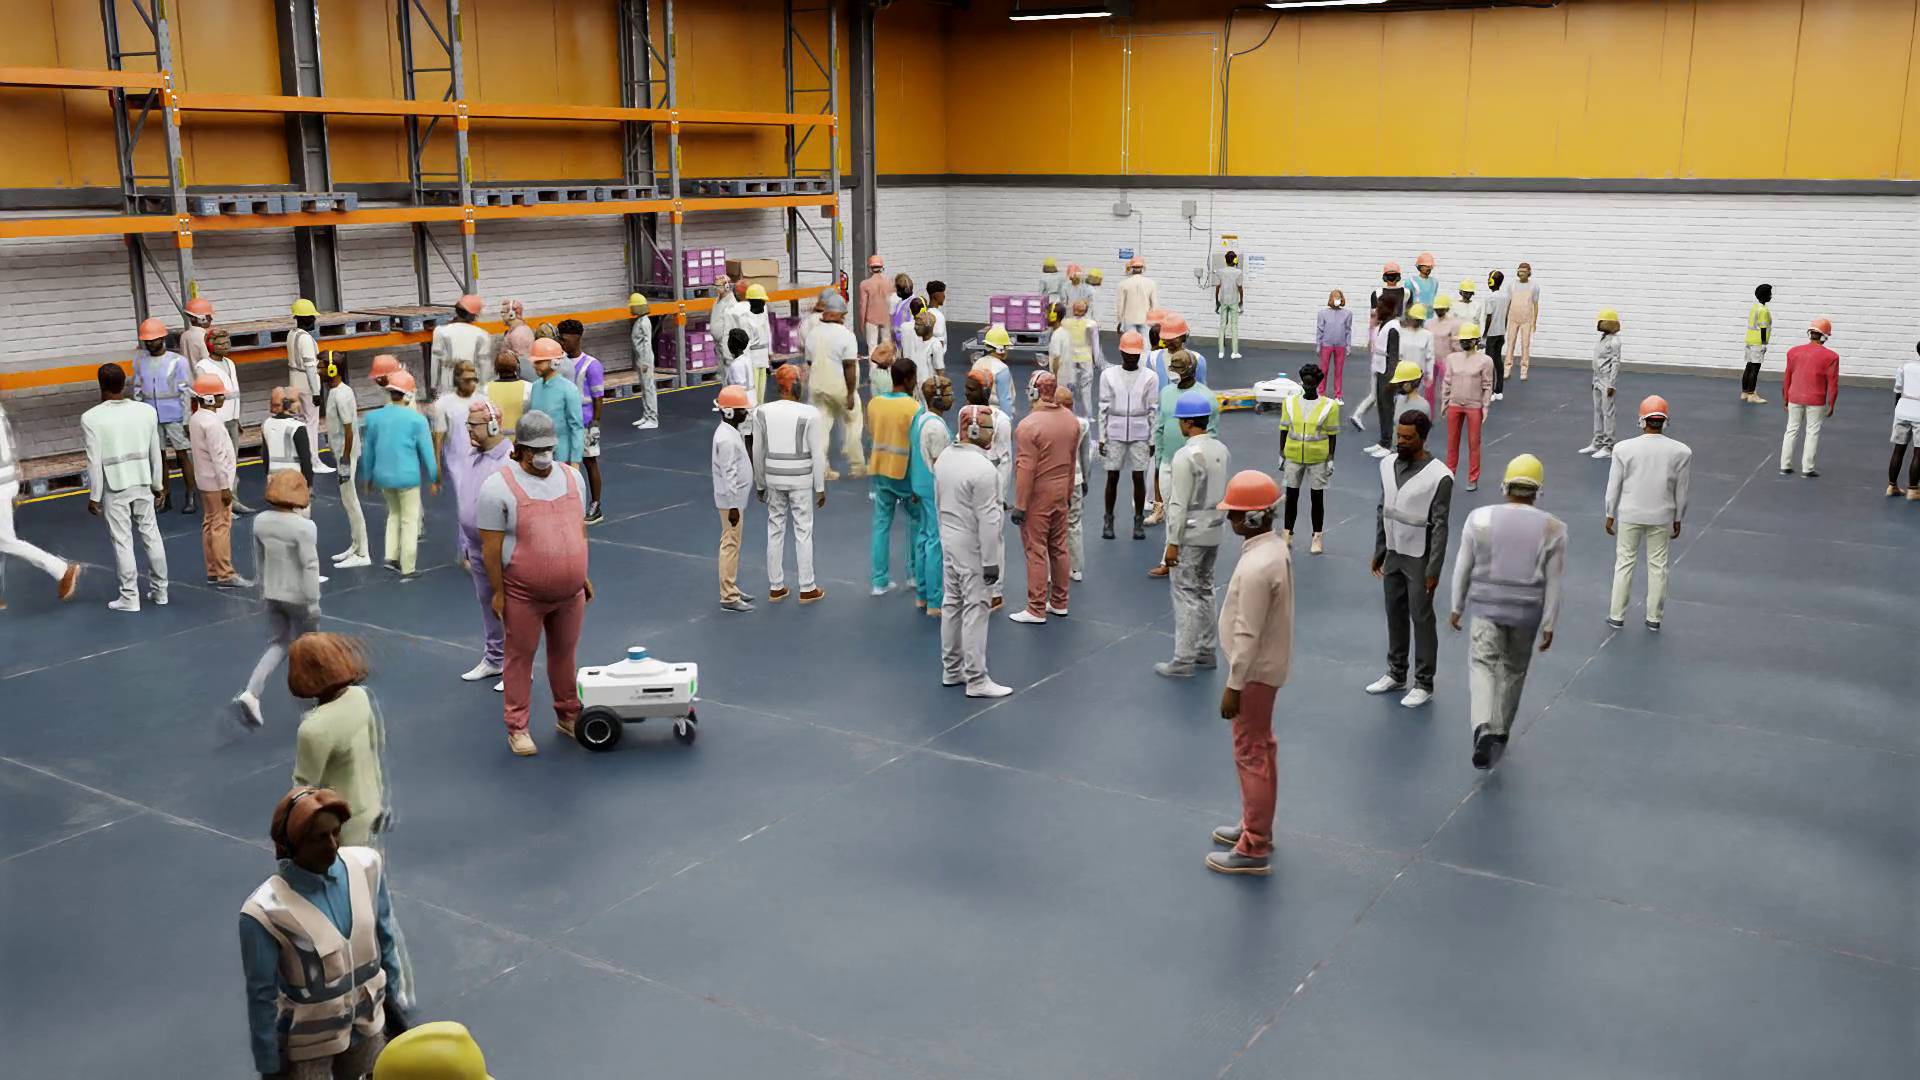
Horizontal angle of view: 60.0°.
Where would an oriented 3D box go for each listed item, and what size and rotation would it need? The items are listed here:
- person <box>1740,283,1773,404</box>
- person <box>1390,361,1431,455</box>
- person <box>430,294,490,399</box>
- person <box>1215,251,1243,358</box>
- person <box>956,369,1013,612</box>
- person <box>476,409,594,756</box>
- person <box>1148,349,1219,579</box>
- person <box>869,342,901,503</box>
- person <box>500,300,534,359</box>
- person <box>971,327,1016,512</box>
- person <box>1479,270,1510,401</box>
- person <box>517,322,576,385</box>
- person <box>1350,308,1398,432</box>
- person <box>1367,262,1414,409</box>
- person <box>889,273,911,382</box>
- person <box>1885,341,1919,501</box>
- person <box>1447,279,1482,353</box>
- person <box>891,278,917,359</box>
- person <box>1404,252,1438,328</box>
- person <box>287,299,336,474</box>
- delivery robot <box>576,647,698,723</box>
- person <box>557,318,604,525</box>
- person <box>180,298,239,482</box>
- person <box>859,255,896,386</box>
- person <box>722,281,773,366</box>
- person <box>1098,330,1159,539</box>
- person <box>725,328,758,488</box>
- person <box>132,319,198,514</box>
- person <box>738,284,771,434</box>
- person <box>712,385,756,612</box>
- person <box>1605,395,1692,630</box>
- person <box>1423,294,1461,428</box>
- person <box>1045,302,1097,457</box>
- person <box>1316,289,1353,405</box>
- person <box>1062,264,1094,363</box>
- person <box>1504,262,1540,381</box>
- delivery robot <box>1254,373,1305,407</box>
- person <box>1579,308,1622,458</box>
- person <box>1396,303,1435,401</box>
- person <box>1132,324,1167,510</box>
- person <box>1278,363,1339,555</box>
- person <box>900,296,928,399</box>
[{"bbox_3d":[11.375,-2.800,23.707,0.318,1.697,0.535,2,13,7],"label":"person"},{"bbox_3d":[3.846,-0.665,14.324,0.342,1.755,0.534,-3,13,-13],"label":"person"},{"bbox_3d":[-5.524,-1.725,18.411,0.651,1.986,0.753,-8,15,-30],"label":"person"},{"bbox_3d":[4.689,-4.090,28.947,0.515,1.861,0.329,6,14,23],"label":"person"},{"bbox_3d":[0.156,-0.381,12.807,0.356,1.883,0.573,-11,17,-39],"label":"person"},{"bbox_3d":[-2.432,0.237,9.778,0.685,2.000,0.535,-12,17,-41],"label":"person"},{"bbox_3d":[1.825,-0.597,13.619,0.357,1.938,0.637,-10,16,-36],"label":"person"},{"bbox_3d":[-0.772,-1.190,16.861,0.282,1.631,0.503,-4,13,-15],"label":"person"},{"bbox_3d":[-4.957,-1.731,18.609,0.403,1.906,0.651,-2,13,-10],"label":"person"},{"bbox_3d":[0.343,-1.183,16.416,0.403,1.826,0.602,-7,15,-28],"label":"person"},{"bbox_3d":[7.655,-2.931,23.893,0.513,1.871,0.329,-10,16,-36],"label":"person"},{"bbox_3d":[-3.881,-1.085,15.735,0.635,1.937,0.354,4,13,15],"label":"person"},{"bbox_3d":[5.332,-2.151,21.103,0.701,1.618,0.548,-5,14,-21],"label":"person"},{"bbox_3d":[5.959,-2.830,23.099,0.605,2.034,0.392,-1,13,-3],"label":"person"},{"bbox_3d":[-0.833,-2.910,23.902,0.423,1.827,0.554,6,14,26],"label":"person"},{"bbox_3d":[9.754,-1.237,16.948,0.320,1.686,0.539,-6,14,-25],"label":"person"},{"bbox_3d":[7.171,-2.829,23.680,0.533,1.767,0.327,-3,13,-11],"label":"person"},{"bbox_3d":[-0.734,-2.705,23.007,0.431,1.836,0.619,-6,14,-25],"label":"person"},{"bbox_3d":[7.010,-3.338,25.279,0.605,2.045,0.385,-6,14,-24],"label":"person"},{"bbox_3d":[-7.212,-1.697,18.417,0.366,1.926,0.594,-10,16,-37],"label":"person"},{"bbox_3d":[-1.935,0.887,10.009,0.707,0.478,0.477,-2,13,-8],"label":"delivery robot"},{"bbox_3d":[-3.659,-1.132,15.879,0.610,1.965,0.364,8,15,32],"label":"person"},{"bbox_3d":[-8.056,-1.582,17.771,0.624,1.991,0.390,11,17,40],"label":"person"},{"bbox_3d":[-1.266,-3.344,25.418,0.612,1.991,0.392,-6,14,-24],"label":"person"},{"bbox_3d":[-2.831,-2.494,22.037,0.659,1.848,0.780,-5,14,-21],"label":"person"},{"bbox_3d":[1.537,-0.950,15.184,0.550,1.928,0.388,1,13,5],"label":"person"},{"bbox_3d":[-2.310,-1.392,17.593,0.322,1.697,0.530,1,13,3],"label":"person"},{"bbox_3d":[-7.788,-1.199,16.251,0.542,1.928,0.380,0,13,2],"label":"person"},{"bbox_3d":[-2.507,-2.180,20.504,0.359,1.930,0.587,4,14,18],"label":"person"},{"bbox_3d":[-1.737,-0.328,12.857,0.335,1.749,0.575,-2,13,-7],"label":"person"},{"bbox_3d":[5.072,-0.200,12.320,0.566,1.744,0.349,3,13,13],"label":"person"},{"bbox_3d":[6.217,-2.309,21.470,0.534,1.754,0.625,12,18,42],"label":"person"},{"bbox_3d":[1.156,-1.804,19.067,0.808,1.842,0.570,2,13,8],"label":"person"},{"bbox_3d":[5.273,-2.717,23.471,0.500,1.634,0.280,0,13,2],"label":"person"},{"bbox_3d":[1.961,-3.715,27.619,0.591,1.717,0.415,7,15,28],"label":"person"},{"bbox_3d":[8.800,-3.426,26.095,0.506,1.846,0.345,7,15,27],"label":"person"},{"bbox_3d":[4.379,-2.025,22.638,0.707,0.478,0.477,7,15,28],"label":"delivery robot"},{"bbox_3d":[7.504,-1.832,19.404,0.309,1.744,0.485,0,13,-2],"label":"person"},{"bbox_3d":[5.471,-2.034,20.312,0.589,1.730,0.743,-1,13,-3],"label":"person"},{"bbox_3d":[1.924,-1.217,16.503,0.349,1.856,0.528,-9,16,-35],"label":"person"},{"bbox_3d":[3.057,-0.716,14.665,0.532,1.698,0.319,6,14,24],"label":"person"},{"bbox_3d":[-0.507,-1.934,19.605,0.502,1.862,0.328,12,17,41],"label":"person"}]
